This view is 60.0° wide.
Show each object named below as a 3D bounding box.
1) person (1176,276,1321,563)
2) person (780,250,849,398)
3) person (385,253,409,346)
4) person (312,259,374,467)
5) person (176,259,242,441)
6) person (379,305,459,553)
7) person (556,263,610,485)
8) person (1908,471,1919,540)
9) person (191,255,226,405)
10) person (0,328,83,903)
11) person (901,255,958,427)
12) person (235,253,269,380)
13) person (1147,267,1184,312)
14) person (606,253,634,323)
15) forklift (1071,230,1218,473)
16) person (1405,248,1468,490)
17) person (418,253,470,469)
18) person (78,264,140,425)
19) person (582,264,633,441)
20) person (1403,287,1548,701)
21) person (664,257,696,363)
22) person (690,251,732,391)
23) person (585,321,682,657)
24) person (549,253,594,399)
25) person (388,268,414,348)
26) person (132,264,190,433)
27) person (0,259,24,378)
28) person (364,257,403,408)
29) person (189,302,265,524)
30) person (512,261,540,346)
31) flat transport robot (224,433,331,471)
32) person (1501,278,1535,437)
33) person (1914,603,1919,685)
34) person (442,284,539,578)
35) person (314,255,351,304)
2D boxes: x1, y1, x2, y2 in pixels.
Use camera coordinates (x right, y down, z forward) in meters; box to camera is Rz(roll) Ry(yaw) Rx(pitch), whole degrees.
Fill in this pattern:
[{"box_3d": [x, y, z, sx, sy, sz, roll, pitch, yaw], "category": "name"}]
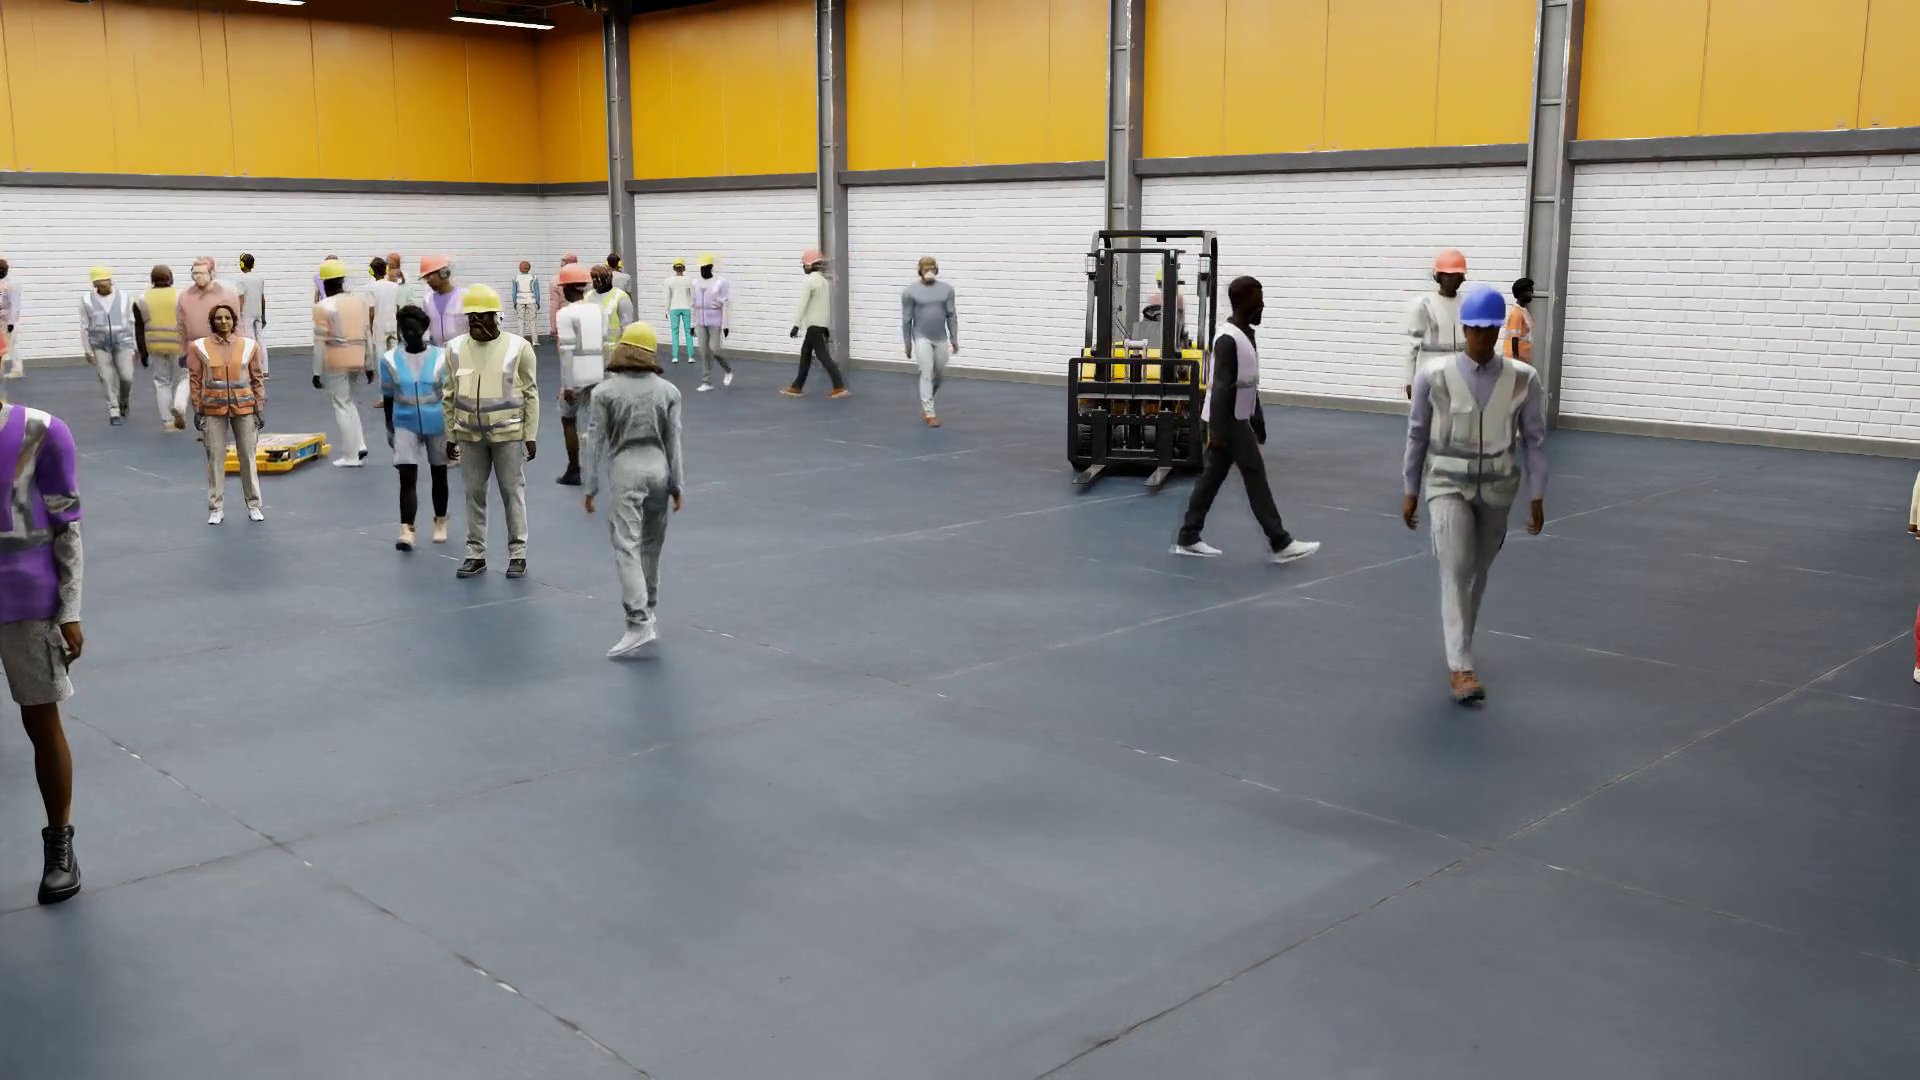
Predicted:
[{"box_3d": [1.877, -0.782, 10.878, 0.987, 1.862, 0.614, 4, 11, 19], "category": "person"}, {"box_3d": [-1.902, -2.837, 21.895, 1.014, 1.953, 0.618, 3, 11, 16], "category": "person"}, {"box_3d": [-9.027, -3.707, 26.867, 0.595, 1.846, 0.584, 7, 12, 34], "category": "person"}, {"box_3d": [-5.705, -1.616, 15.321, 0.446, 1.907, 0.607, 5, 12, 27], "category": "person"}, {"box_3d": [-7.844, -1.994, 17.425, 0.651, 1.890, 0.556, 0, 10, 3], "category": "person"}, {"box_3d": [-3.645, -0.749, 11.255, 0.549, 1.649, 0.848, -2, 11, -10], "category": "person"}, {"box_3d": [-3.098, -1.378, 14.049, 0.854, 1.902, 0.565, 7, 12, 33], "category": "person"}, {"box_3d": [6.922, -0.805, 11.679, 0.287, 1.627, 0.497, 3, 11, 18], "category": "person"}, {"box_3d": [-9.260, -2.589, 20.697, 0.749, 1.886, 0.650, 0, 10, 0], "category": "person"}, {"box_3d": [-3.068, 0.217, 5.266, 0.542, 1.929, 0.374, -2, 11, -13], "category": "person"}, {"box_3d": [-0.363, -2.262, 18.816, 0.632, 1.919, 0.831, -4, 11, -22], "category": "person"}, {"box_3d": [-10.491, -3.295, 24.594, 0.320, 1.866, 0.533, 5, 11, 23], "category": "person"}, {"box_3d": [2.534, -2.470, 20.412, 0.526, 1.749, 0.580, -5, 12, -26], "category": "person"}, {"box_3d": [-5.191, -3.393, 25.132, 0.519, 1.865, 0.326, -3, 11, -18], "category": "person"}, {"box_3d": [1.804, -1.825, 15.677, 1.214, 2.155, 2.313, 2, 11, 13], "category": "forklift"}, {"box_3d": [3.925, -1.339, 13.496, 0.606, 2.029, 0.467, -3, 11, -15], "category": "person"}, {"box_3d": [-4.656, -1.691, 15.564, 0.672, 1.976, 0.977, 3, 11, 17], "category": "person"}, {"box_3d": [-9.586, -2.203, 18.766, 0.608, 1.816, 0.472, -5, 12, -27], "category": "person"}, {"box_3d": [-3.694, -1.941, 17.291, 0.622, 1.838, 0.429, 5, 12, 27], "category": "person"}, {"box_3d": [2.434, -0.239, 7.854, 0.630, 1.895, 0.994, 1, 10, 4], "category": "person"}, {"box_3d": [-4.667, -3.834, 27.806, 0.533, 1.765, 0.329, -2, 11, -10], "category": "person"}, {"box_3d": [-3.421, -3.007, 22.902, 0.596, 1.914, 0.542, 5, 12, 25], "category": "person"}, {"box_3d": [-1.680, -0.285, 8.680, 0.555, 1.690, 0.849, -6, 12, -28], "category": "person"}, {"box_3d": [-5.051, -2.776, 21.653, 0.651, 1.905, 0.409, -8, 13, -37], "category": "person"}, {"box_3d": [-8.951, -3.512, 26.468, 0.673, 1.610, 0.514, 7, 13, 34], "category": "person"}, {"box_3d": [-8.500, -2.040, 17.847, 0.643, 1.827, 0.523, -3, 11, -14], "category": "person"}, {"box_3d": [-14.208, -3.250, 24.577, 0.696, 1.783, 0.881, 1, 10, 5], "category": "person"}, {"box_3d": [-7.120, -2.551, 20.541, 0.330, 1.866, 0.512, 7, 12, 33], "category": "person"}, {"box_3d": [-5.438, -0.943, 12.372, 0.514, 1.645, 0.307, -5, 12, -26], "category": "person"}, {"box_3d": [-8.347, -4.543, 32.021, 0.523, 1.636, 0.311, -1, 10, -3], "category": "person"}, {"box_3d": [-6.411, -0.834, 15.521, 0.652, 0.197, 1.431, -1, 10, -5], "category": "flat transport robot"}, {"box_3d": [5.913, -1.936, 17.662, 0.321, 1.689, 0.530, 5, 11, 24], "category": "person"}, {"box_3d": [4.770, -0.160, 7.763, 0.523, 1.769, 0.324, -2, 11, -12], "category": "person"}, {"box_3d": [-2.931, -0.670, 10.366, 0.600, 1.830, 0.404, 1, 10, 4], "category": "person"}, {"box_3d": [-10.092, -3.677, 26.813, 0.576, 1.816, 0.729, -3, 11, -17], "category": "person"}]
